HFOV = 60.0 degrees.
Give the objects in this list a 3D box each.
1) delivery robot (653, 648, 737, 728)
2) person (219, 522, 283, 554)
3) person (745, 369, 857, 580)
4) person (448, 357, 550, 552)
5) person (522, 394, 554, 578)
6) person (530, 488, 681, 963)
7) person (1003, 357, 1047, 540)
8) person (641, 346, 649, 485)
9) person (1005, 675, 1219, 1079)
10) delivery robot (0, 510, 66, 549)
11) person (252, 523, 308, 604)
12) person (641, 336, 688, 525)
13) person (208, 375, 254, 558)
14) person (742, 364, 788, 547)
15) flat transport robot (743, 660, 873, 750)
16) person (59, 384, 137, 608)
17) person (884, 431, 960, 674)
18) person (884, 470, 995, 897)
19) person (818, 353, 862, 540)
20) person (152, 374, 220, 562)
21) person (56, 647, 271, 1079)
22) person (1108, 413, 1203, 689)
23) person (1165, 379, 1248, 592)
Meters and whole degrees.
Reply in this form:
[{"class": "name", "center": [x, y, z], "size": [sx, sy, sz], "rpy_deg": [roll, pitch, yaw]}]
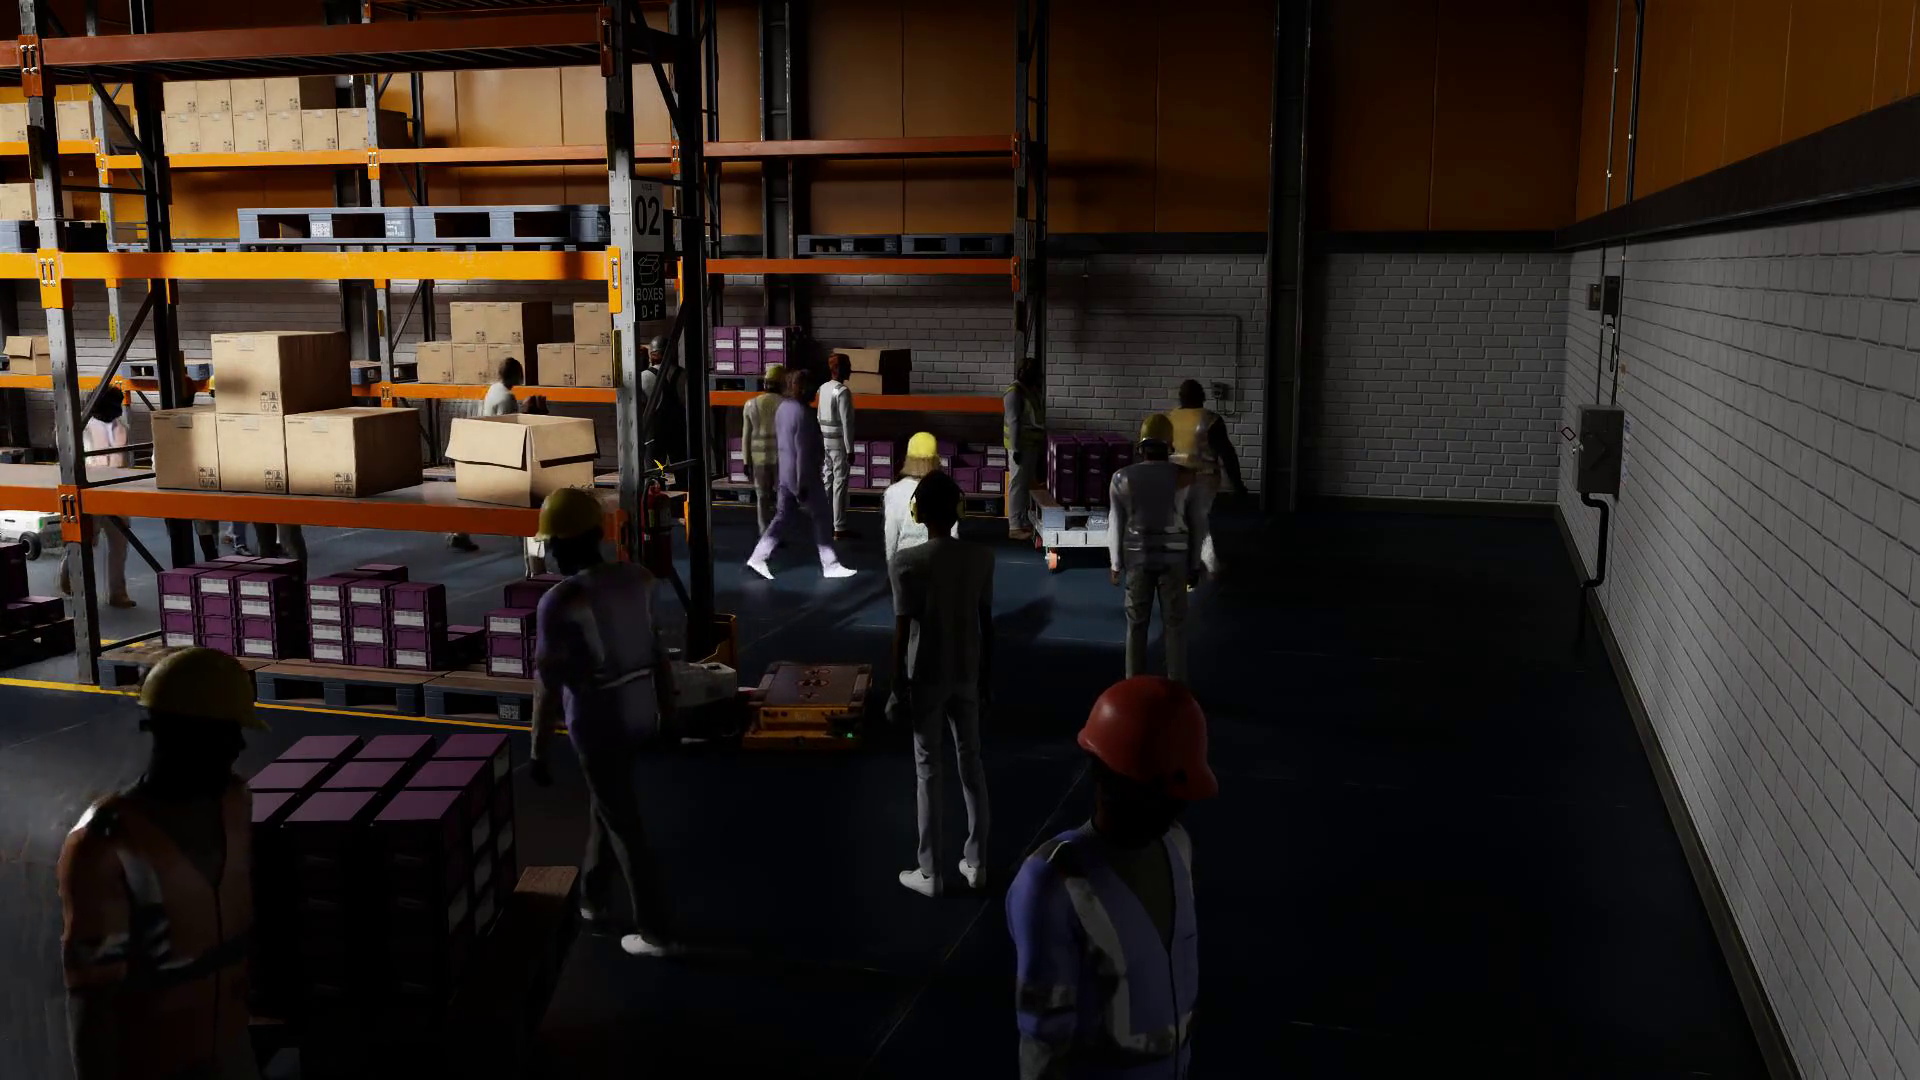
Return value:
[{"class": "delivery robot", "center": [-1.647, 0.865, 9.525], "size": [0.707, 0.478, 0.477], "rpy_deg": [-6, 11, -33]}, {"class": "person", "center": [-6.851, -0.807, 15.985], "size": [0.993, 1.869, 0.641], "rpy_deg": [7, 11, 35]}, {"class": "person", "center": [-1.424, -0.564, 14.540], "size": [0.943, 1.869, 0.644], "rpy_deg": [-5, 11, -29]}, {"class": "person", "center": [-4.501, -0.827, 16.120], "size": [1.042, 1.883, 0.671], "rpy_deg": [-4, 10, -21]}, {"class": "person", "center": [-3.692, -0.448, 14.512], "size": [0.310, 1.642, 0.514], "rpy_deg": [-4, 10, -21]}, {"class": "person", "center": [-1.481, 0.725, 6.611], "size": [0.906, 1.880, 0.613], "rpy_deg": [6, 11, 32]}, {"class": "person", "center": [0.665, -0.934, 16.881], "size": [0.430, 1.839, 0.619], "rpy_deg": [3, 10, 20]}, {"class": "person", "center": [-3.510, -1.190, 18.299], "size": [0.356, 1.883, 0.573], "rpy_deg": [4, 10, 22]}, {"class": "person", "center": [0.342, 1.219, 3.476], "size": [0.376, 1.928, 0.542], "rpy_deg": [8, 12, 39]}, {"class": "delivery robot", "center": [-8.793, -0.166, 15.808], "size": [0.707, 0.478, 0.477], "rpy_deg": [5, 11, 30]}, {"class": "person", "center": [-5.517, -0.410, 13.374], "size": [0.632, 1.940, 0.368], "rpy_deg": [2, 9, 10]}, {"class": "person", "center": [-3.139, -1.159, 17.628], "size": [0.674, 2.000, 0.535], "rpy_deg": [-5, 11, -28]}, {"class": "person", "center": [-6.893, -0.694, 15.627], "size": [0.529, 1.767, 0.329], "rpy_deg": [-9, 13, -43]}, {"class": "person", "center": [-1.820, -0.806, 16.182], "size": [0.614, 1.809, 0.680], "rpy_deg": [-1, 9, -3]}, {"class": "flat transport robot", "center": [-0.889, 0.973, 10.013], "size": [0.652, 0.197, 1.431], "rpy_deg": [0, 9, 0]}, {"class": "person", "center": [-7.017, -0.365, 13.517], "size": [0.756, 1.806, 0.636], "rpy_deg": [5, 11, 30]}, {"class": "person", "center": [-0.251, 0.187, 10.395], "size": [0.495, 1.725, 0.570], "rpy_deg": [3, 10, 16]}, {"class": "person", "center": [-0.089, 0.630, 7.270], "size": [0.520, 1.865, 0.335], "rpy_deg": [-4, 10, -24]}, {"class": "person", "center": [-1.232, -0.941, 16.776], "size": [0.337, 1.882, 0.584], "rpy_deg": [-6, 11, -32]}, {"class": "person", "center": [-6.058, -0.351, 13.050], "size": [0.542, 1.928, 0.375], "rpy_deg": [0, 9, -2]}, {"class": "person", "center": [-1.882, 1.181, 3.956], "size": [1.033, 1.856, 0.651], "rpy_deg": [3, 10, 20]}, {"class": "person", "center": [1.228, 0.123, 10.443], "size": [0.586, 1.835, 0.404], "rpy_deg": [1, 9, 9]}, {"class": "person", "center": [2.031, -0.470, 14.214], "size": [0.971, 1.790, 0.697], "rpy_deg": [-8, 12, -41]}]
